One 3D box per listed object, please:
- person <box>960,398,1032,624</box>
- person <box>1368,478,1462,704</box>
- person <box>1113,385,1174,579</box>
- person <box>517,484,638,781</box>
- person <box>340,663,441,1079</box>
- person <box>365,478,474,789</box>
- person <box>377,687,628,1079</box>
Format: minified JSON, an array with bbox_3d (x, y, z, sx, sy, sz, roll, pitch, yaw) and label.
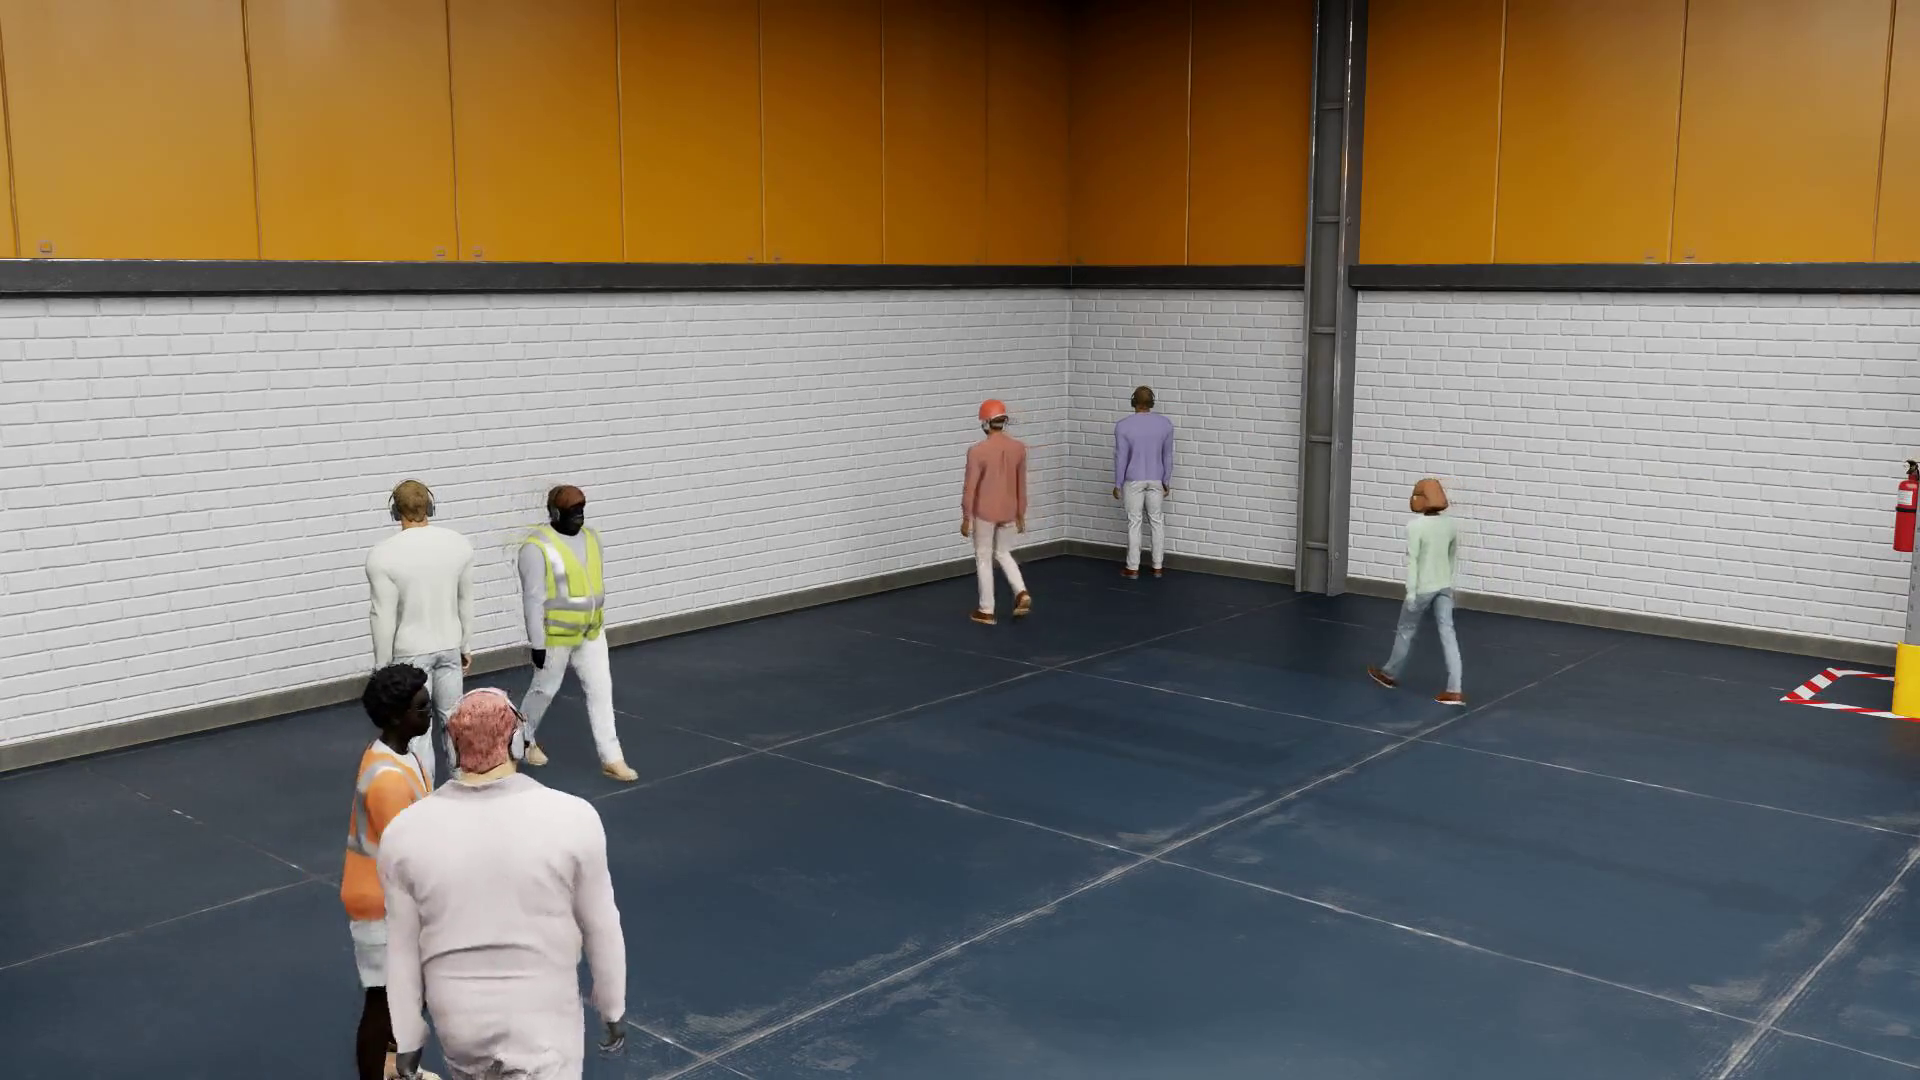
[{"bbox_3d":[0.310,-0.235,14.381,0.627,1.975,0.550,-6,11,-35],"label":"person"},{"bbox_3d":[3.322,0.349,11.919,0.521,1.582,0.874,-5,10,-27],"label":"person"},{"bbox_3d":[1.826,-0.575,16.647,0.627,1.941,0.371,-2,9,-15],"label":"person"},{"bbox_3d":[-2.422,0.546,10.089,0.941,1.805,0.642,6,11,35],"label":"person"},{"bbox_3d":[-1.992,1.264,5.912,0.420,1.683,0.538,-2,9,-11],"label":"person"},{"bbox_3d":[-2.940,0.627,9.108,0.377,1.937,0.629,8,12,40],"label":"person"},{"bbox_3d":[-1.305,1.363,4.734,0.665,1.864,0.917,0,9,0],"label":"person"}]
